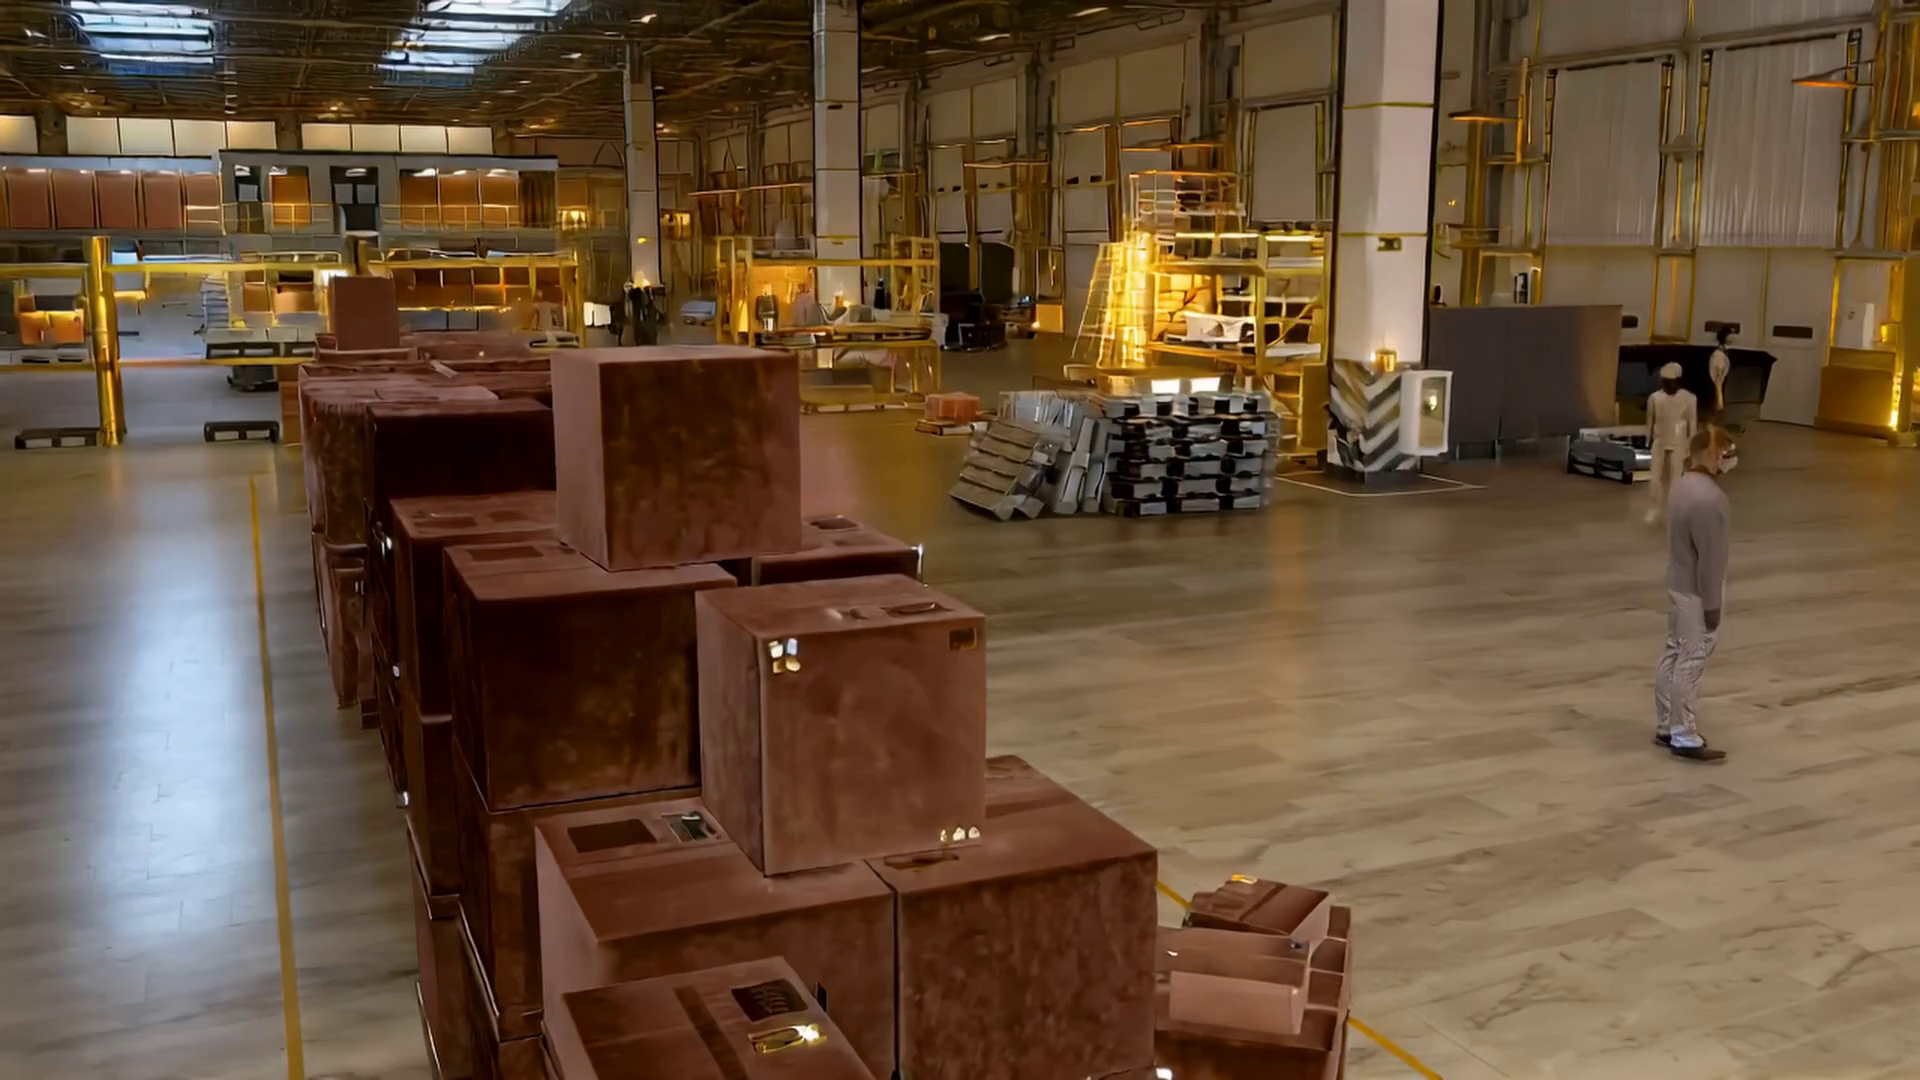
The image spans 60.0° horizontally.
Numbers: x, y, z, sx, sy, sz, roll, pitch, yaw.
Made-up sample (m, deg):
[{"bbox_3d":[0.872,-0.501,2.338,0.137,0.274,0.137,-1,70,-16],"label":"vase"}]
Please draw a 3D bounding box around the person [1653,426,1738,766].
[{"bbox_3d":[4.240,0.311,9.566,0.361,1.938,0.635,1,10,7],"label":"person"}]

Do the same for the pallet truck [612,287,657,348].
[{"bbox_3d":[-6.464,-4.406,35.401,0.823,1.965,1.885,6,12,32],"label":"pallet truck"}]

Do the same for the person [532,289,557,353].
[{"bbox_3d":[-9.643,-4.916,38.698,0.539,1.831,0.896,-9,14,-41],"label":"person"}]

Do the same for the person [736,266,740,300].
[{"bbox_3d":[-10.131,-11.627,75.375,0.637,1.930,0.466,-4,11,-19],"label":"person"}]

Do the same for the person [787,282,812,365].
[{"bbox_3d":[-3.808,-5.139,39.506,0.635,1.970,0.474,0,10,-1],"label":"person"}]

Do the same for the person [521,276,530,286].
[{"bbox_3d":[-15.102,-8.342,57.415,0.446,1.878,0.625,7,12,33],"label":"person"}]

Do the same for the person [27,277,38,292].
[{"bbox_3d":[-26.629,-6.649,48.095,1.035,1.881,0.640,-5,11,-25],"label":"person"}]

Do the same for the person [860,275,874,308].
[{"bbox_3d":[-3.494,-9.005,61.645,0.527,1.668,0.721,-7,13,-35],"label":"person"}]

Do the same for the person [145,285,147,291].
[{"bbox_3d":[-24.521,-7.001,49.597,0.533,2.030,0.640,10,14,43],"label":"person"}]

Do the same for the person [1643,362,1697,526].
[{"bbox_3d":[7.399,-0.991,17.338,0.501,1.730,0.418,6,12,29],"label":"person"}]

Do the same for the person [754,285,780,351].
[{"bbox_3d":[-5.014,-5.721,43.223,0.644,1.803,0.952,0,10,0],"label":"person"}]

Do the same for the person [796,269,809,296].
[{"bbox_3d":[-5.765,-9.151,61.860,0.682,1.886,0.587,-3,11,-17],"label":"person"}]

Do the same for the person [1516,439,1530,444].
[{"bbox_3d":[7.987,-2.324,24.390,0.991,1.842,0.584,5,11,26],"label":"person"}]

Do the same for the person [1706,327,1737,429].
[{"bbox_3d":[10.029,-1.892,21.969,0.325,1.843,0.517,4,11,23],"label":"person"}]
